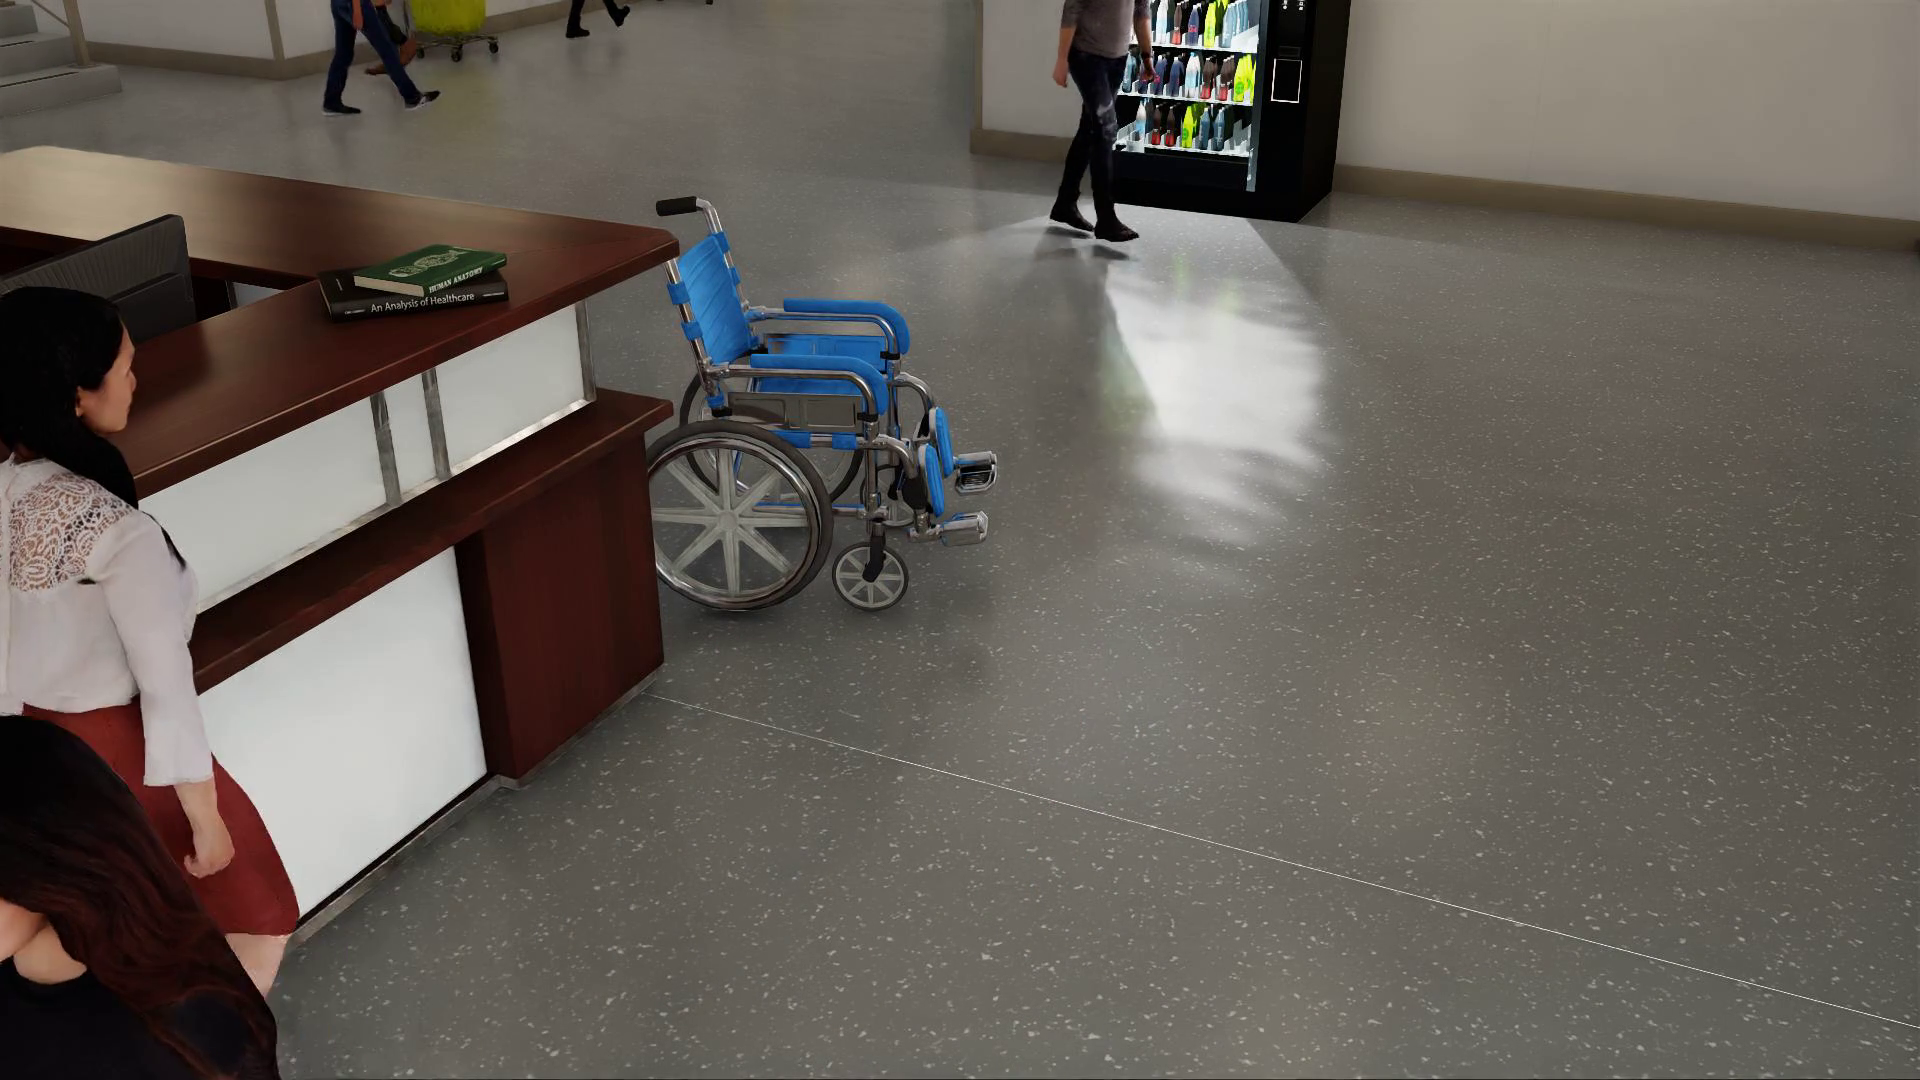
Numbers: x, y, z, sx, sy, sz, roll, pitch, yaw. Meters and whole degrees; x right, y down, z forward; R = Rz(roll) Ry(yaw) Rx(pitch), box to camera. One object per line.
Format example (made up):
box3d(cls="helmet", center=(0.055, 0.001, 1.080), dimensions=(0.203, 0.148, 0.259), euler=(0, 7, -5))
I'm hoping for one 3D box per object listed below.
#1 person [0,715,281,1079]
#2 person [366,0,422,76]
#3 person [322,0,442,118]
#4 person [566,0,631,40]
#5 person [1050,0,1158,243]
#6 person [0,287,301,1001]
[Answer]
box3d(cls="person", center=(-0.840, 0.873, 2.048), dimensions=(1.071, 1.585, 0.726), euler=(13, 29, 26))
box3d(cls="person", center=(-4.513, -4.521, 13.034), dimensions=(0.938, 1.715, 0.879), euler=(-10, 28, -20))
box3d(cls="person", center=(-4.297, -3.704, 11.619), dimensions=(0.967, 1.515, 1.044), euler=(-15, 30, -29))
box3d(cls="person", center=(-3.336, -5.290, 14.642), dimensions=(1.099, 1.746, 0.710), euler=(12, 28, 23))
box3d(cls="person", center=(0.670, -2.572, 8.858), dimensions=(0.923, 1.875, 1.073), euler=(-22, 33, -38))
box3d(cls="person", center=(-1.409, 0.472, 2.702), dimensions=(0.544, 1.737, 0.667), euler=(12, 28, 23))
